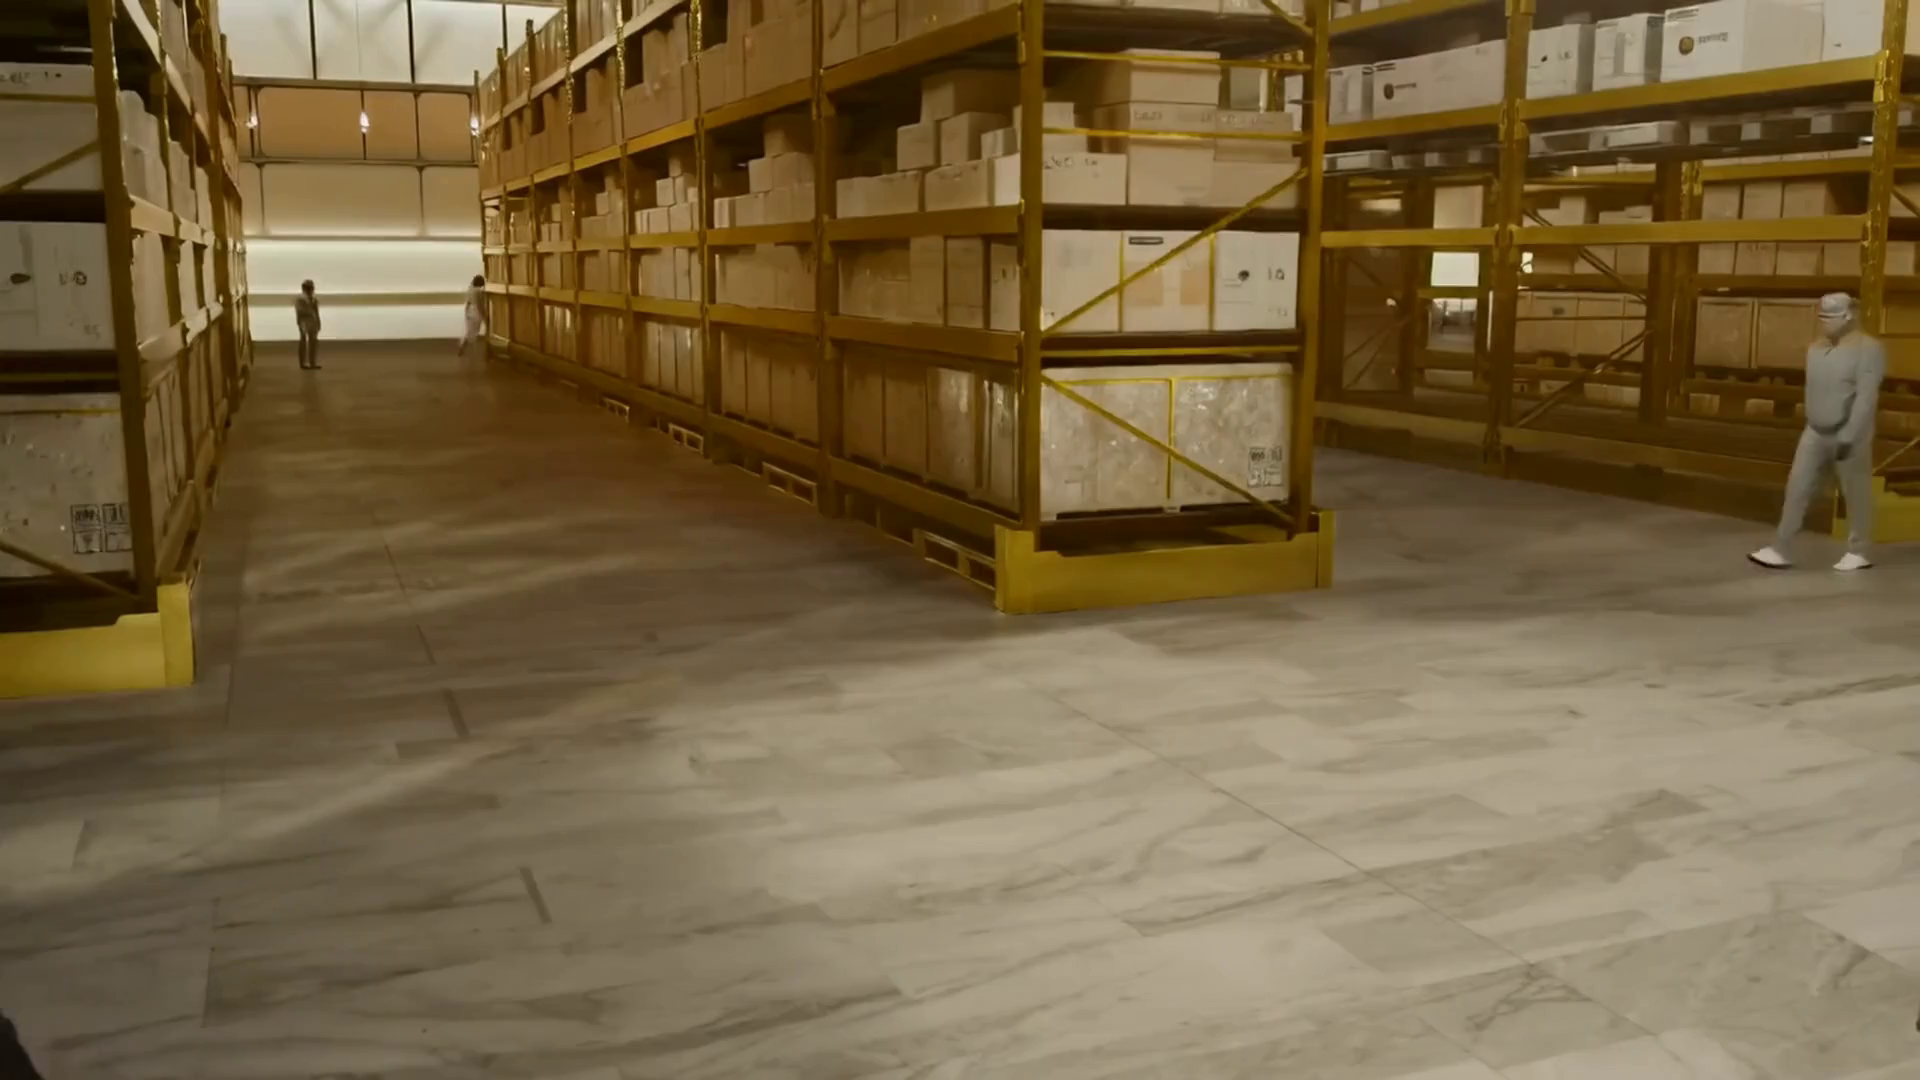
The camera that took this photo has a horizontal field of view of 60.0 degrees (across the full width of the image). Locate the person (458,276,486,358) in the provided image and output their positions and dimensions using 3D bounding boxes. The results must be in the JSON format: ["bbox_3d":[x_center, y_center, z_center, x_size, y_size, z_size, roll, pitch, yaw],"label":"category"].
[{"bbox_3d":[-10.548,-4.880,36.377,1.017,1.780,0.627,-4,10,-23],"label":"person"}]

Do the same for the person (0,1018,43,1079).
[{"bbox_3d":[-2.196,0.738,3.339,0.907,1.574,0.526,1,10,9],"label":"person"}]

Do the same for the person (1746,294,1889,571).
[{"bbox_3d":[5.748,-0.690,11.063,0.958,1.860,0.644,-4,10,-21],"label":"person"}]

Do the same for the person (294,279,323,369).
[{"bbox_3d":[-12.674,-4.195,32.398,0.360,1.742,0.563,4,10,22],"label":"person"}]
